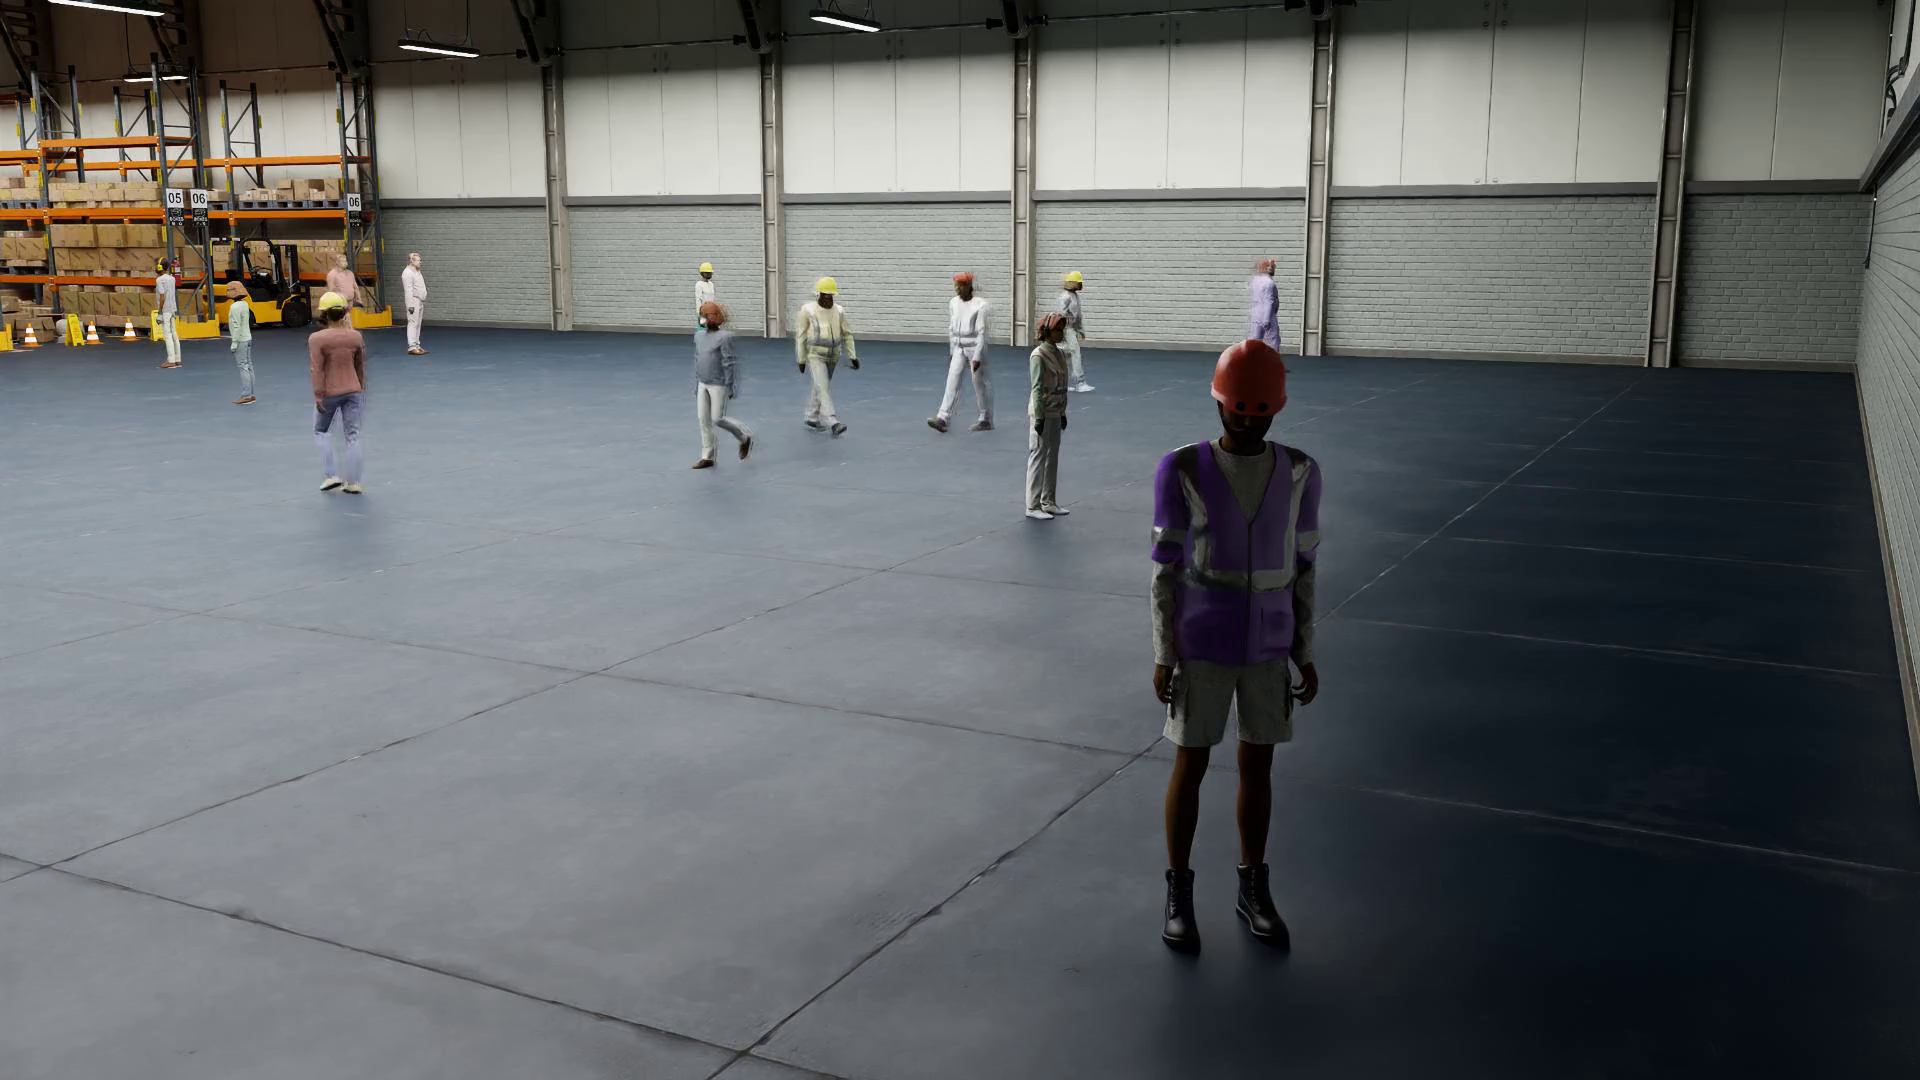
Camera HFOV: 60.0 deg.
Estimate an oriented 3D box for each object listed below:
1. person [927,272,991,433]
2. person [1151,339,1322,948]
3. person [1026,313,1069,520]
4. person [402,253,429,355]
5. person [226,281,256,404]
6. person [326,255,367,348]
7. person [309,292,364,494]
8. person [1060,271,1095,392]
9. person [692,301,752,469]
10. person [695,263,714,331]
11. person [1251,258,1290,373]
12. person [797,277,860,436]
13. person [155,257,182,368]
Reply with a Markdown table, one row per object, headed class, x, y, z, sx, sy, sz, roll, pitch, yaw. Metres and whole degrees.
| class | x | y | z | sx | sy | sz | roll | pitch | yaw |
| --- | --- | --- | --- | --- | --- | --- | --- | --- | --- |
| person | 0.021 | -2.112 | 18.861 | 0.647 | 1.819 | 1.008 | 9 | 14 | 40 |
| person | 0.871 | 0.335 | 5.228 | 0.543 | 1.928 | 0.373 | -1 | 10 | -7 |
| person | 0.698 | -0.981 | 13.220 | 0.317 | 1.629 | 0.508 | 5 | 11 | 25 |
| person | -10.271 | -4.455 | 31.413 | 0.402 | 1.904 | 0.652 | 0 | 10 | -2 |
| person | -9.614 | -2.632 | 22.209 | 0.283 | 1.633 | 0.500 | -1 | 10 | -7 |
| person | -12.078 | -4.667 | 32.702 | 0.999 | 1.855 | 0.660 | 4 | 11 | 21 |
| person | -5.433 | -1.277 | 14.491 | 0.528 | 1.745 | 0.539 | 9 | 14 | 42 |
| person | 1.702 | -2.976 | 23.848 | 0.743 | 1.715 | 0.512 | 5 | 12 | 26 |
| person | -2.341 | -1.500 | 16.089 | 0.504 | 1.618 | 0.565 | 10 | 14 | 42 |
| person | -4.414 | -3.944 | 29.000 | 0.326 | 1.767 | 0.533 | 4 | 11 | 21 |
| person | 4.916 | -3.643 | 27.067 | 0.897 | 1.873 | 0.649 | -3 | 11 | -14 |
| person | -1.505 | -2.068 | 18.778 | 0.608 | 1.771 | 0.953 | -8 | 13 | -38 |
| person | -13.477 | -3.855 | 28.218 | 0.328 | 1.876 | 0.513 | 0 | 10 | 1 |
